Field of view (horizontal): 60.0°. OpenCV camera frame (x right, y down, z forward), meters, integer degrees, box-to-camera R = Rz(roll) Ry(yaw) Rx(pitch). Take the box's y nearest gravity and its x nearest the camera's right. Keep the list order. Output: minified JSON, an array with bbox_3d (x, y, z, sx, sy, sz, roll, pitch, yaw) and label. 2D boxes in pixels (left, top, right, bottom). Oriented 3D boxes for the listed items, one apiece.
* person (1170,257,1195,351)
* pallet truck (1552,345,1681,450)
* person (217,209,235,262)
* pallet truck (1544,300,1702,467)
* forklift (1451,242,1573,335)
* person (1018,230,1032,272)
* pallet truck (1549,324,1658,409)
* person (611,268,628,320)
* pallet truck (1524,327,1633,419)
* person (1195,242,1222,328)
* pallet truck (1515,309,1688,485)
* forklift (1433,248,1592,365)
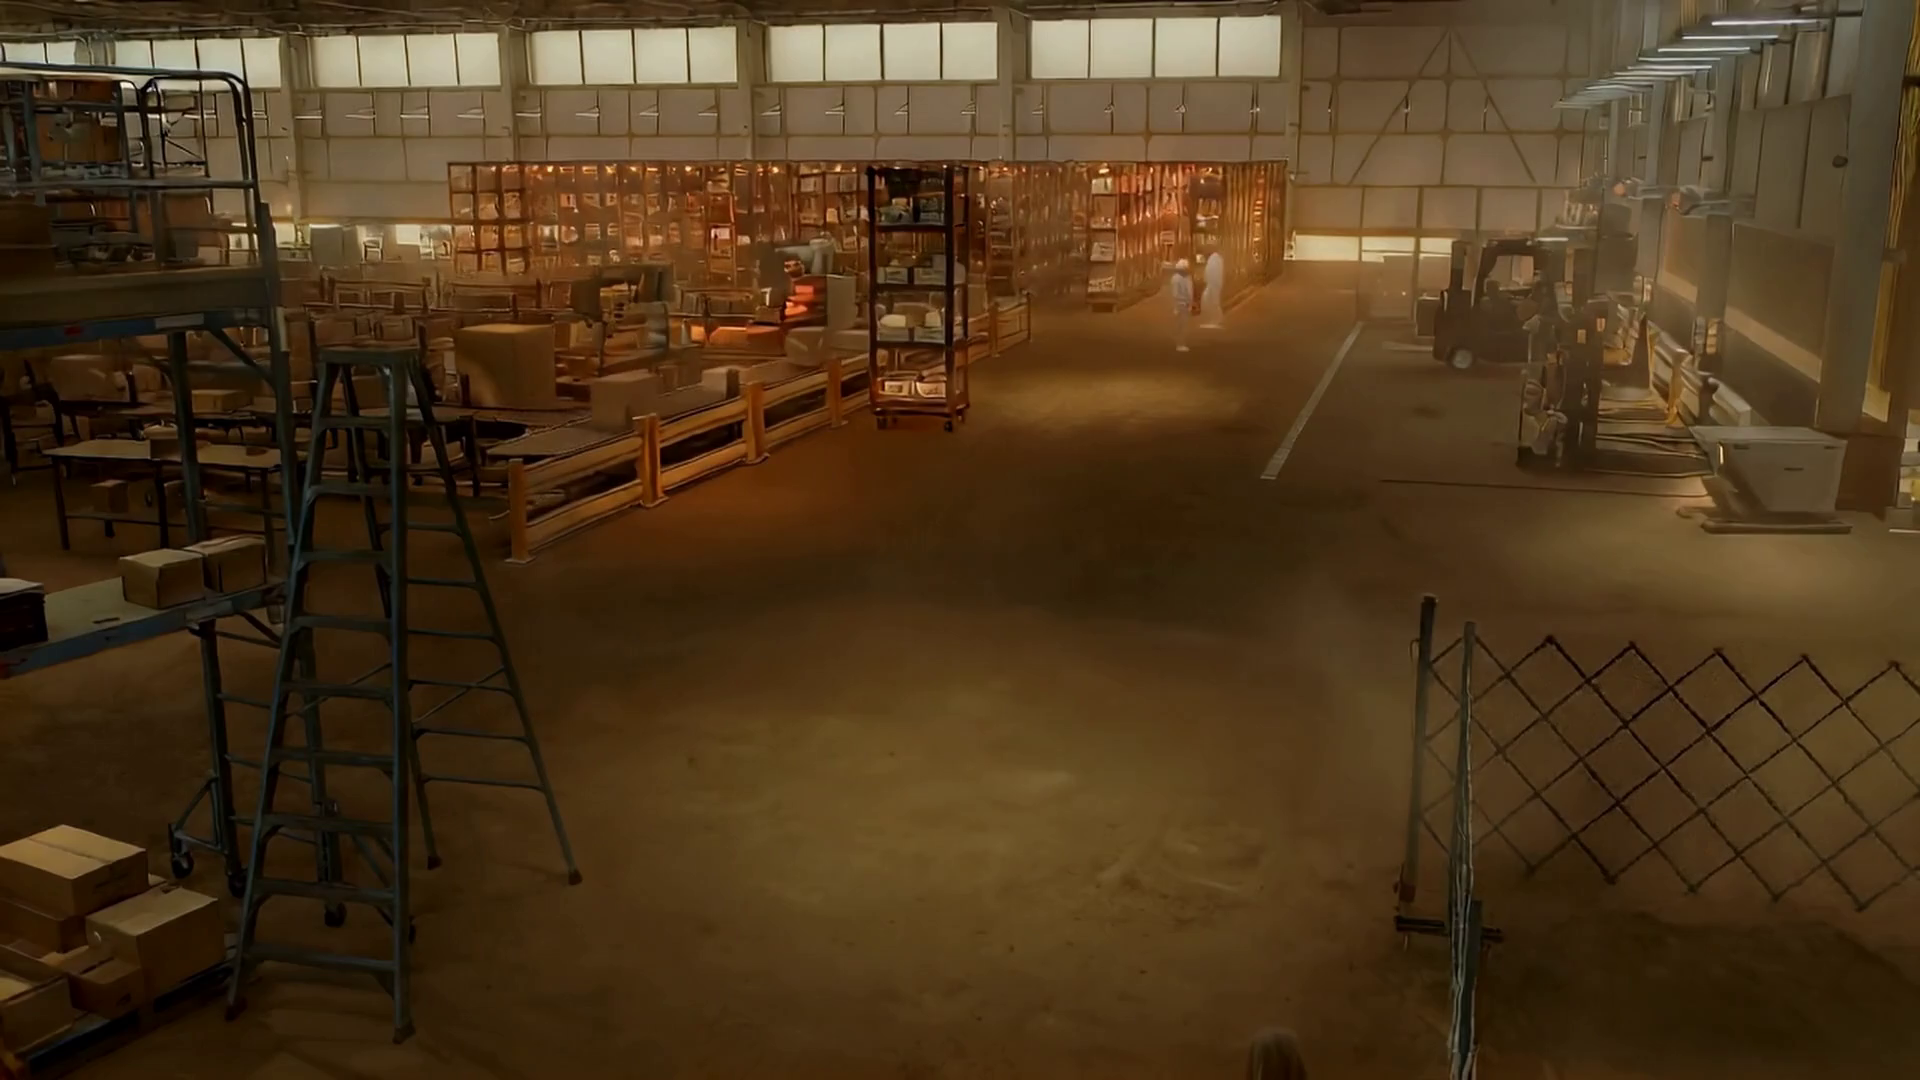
[{"bbox_3d":[4.337,-4.586,32.395,0.626,1.820,0.418,-12,18,-42],"label":"person"},{"bbox_3d":[8.641,-1.896,21.908,1.630,1.274,0.653,4,14,16],"label":"pallet truck"},{"bbox_3d":[-25.293,-10.427,57.349,0.628,1.954,1.003,-3,13,-11],"label":"person"},{"bbox_3d":[8.263,-1.952,20.631,1.885,1.965,0.823,5,14,20],"label":"pallet truck"},{"bbox_3d":[10.464,-4.597,31.405,2.680,1.987,1.157,4,14,16],"label":"forklift"},{"bbox_3d":[1.954,-8.298,48.489,0.971,1.802,0.576,6,14,23],"label":"person"},{"bbox_3d":[9.824,-2.669,25.407,1.601,1.201,0.680,4,14,16],"label":"pallet truck"},{"bbox_3d":[-6.183,-4.077,30.341,0.342,1.761,0.530,-9,16,-33],"label":"person"},{"bbox_3d":[9.065,-2.460,24.370,1.522,1.261,0.704,3,13,14],"label":"pallet truck"},{"bbox_3d":[5.503,-5.621,36.742,0.706,1.884,0.667,6,15,26],"label":"person"},{"bbox_3d":[7.554,-1.677,19.446,1.885,1.965,0.823,3,13,14],"label":"pallet truck"},{"bbox_3d":[9.780,-4.111,29.280,2.680,1.987,1.157,3,13,14],"label":"forklift"}]
